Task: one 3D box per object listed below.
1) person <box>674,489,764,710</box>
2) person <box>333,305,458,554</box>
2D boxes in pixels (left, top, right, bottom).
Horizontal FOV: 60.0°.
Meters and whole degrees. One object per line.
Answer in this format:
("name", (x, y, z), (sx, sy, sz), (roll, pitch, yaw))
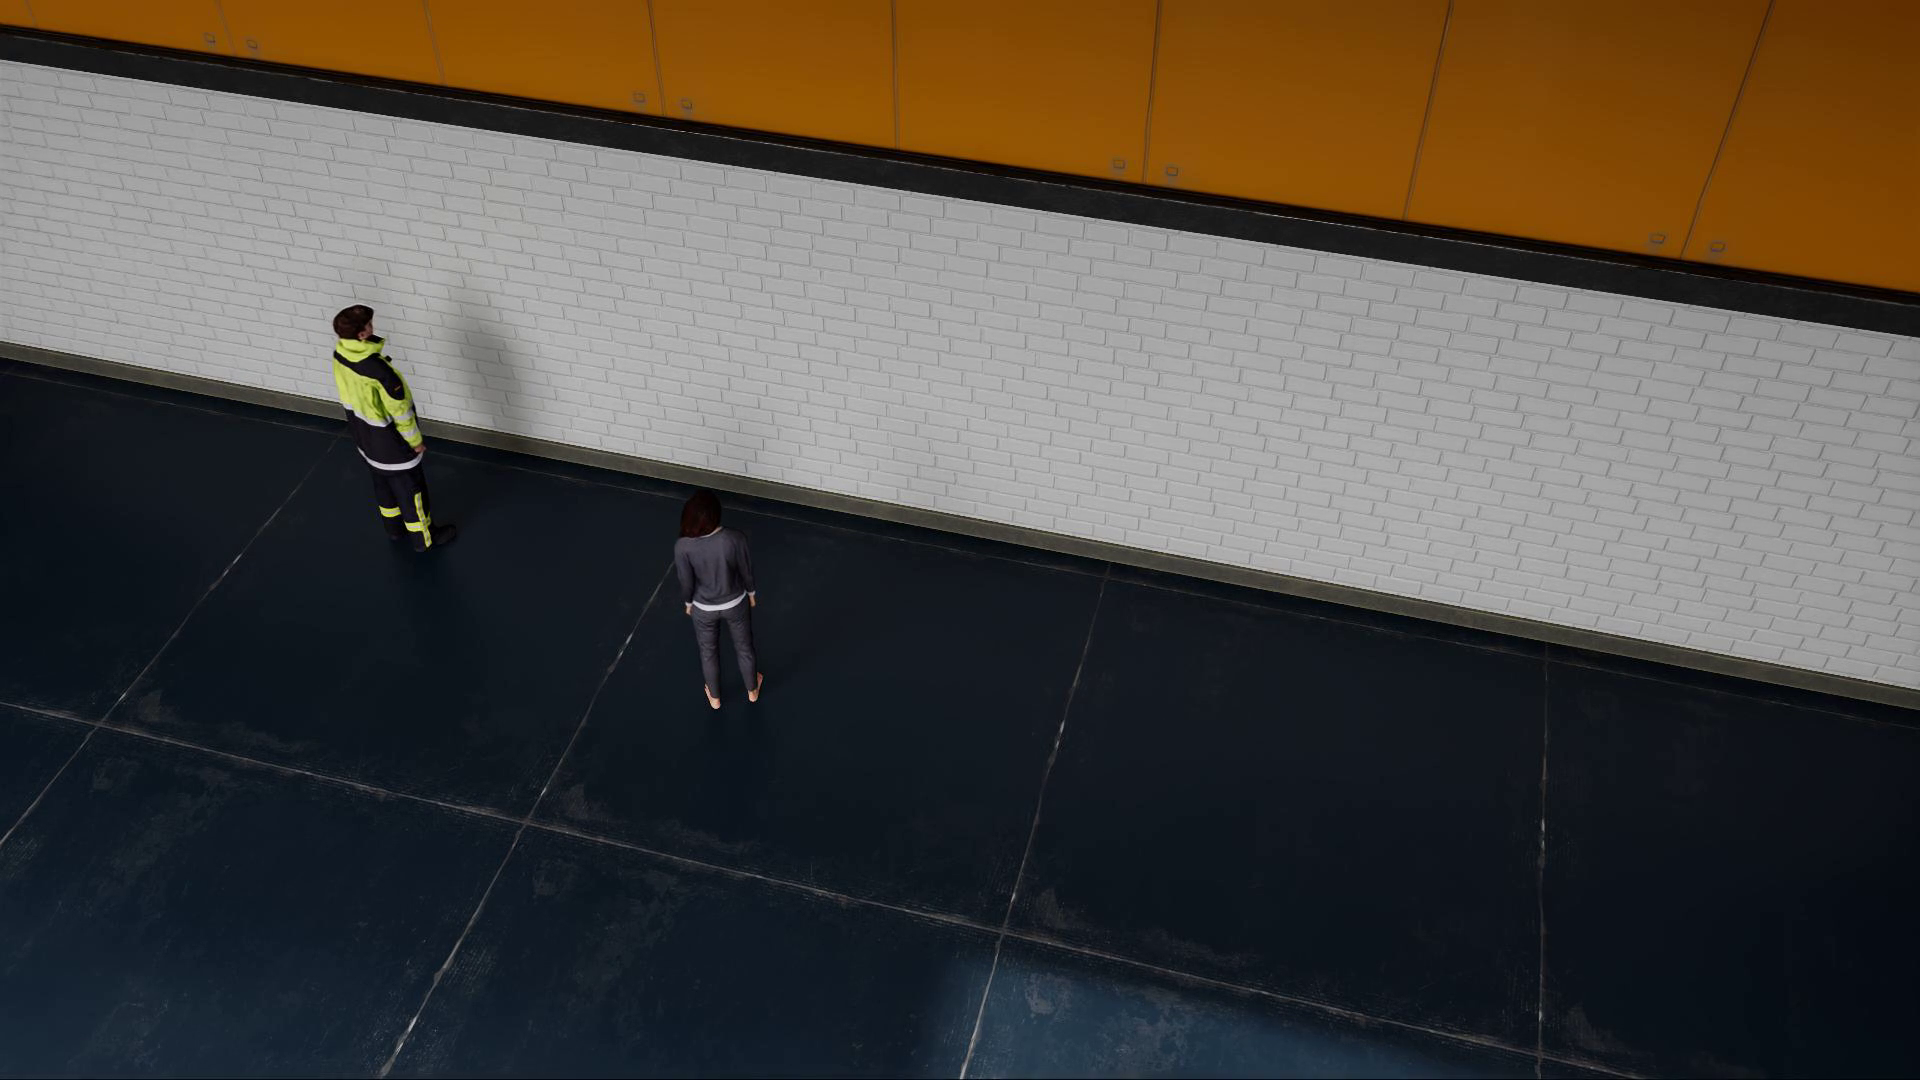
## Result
("person", (-1.483, 0.373, 10.280), (0.688, 1.768, 0.683), (-9, 44, -9))
("person", (-3.917, -0.759, 11.313), (0.853, 1.983, 0.793), (27, 50, 25))
